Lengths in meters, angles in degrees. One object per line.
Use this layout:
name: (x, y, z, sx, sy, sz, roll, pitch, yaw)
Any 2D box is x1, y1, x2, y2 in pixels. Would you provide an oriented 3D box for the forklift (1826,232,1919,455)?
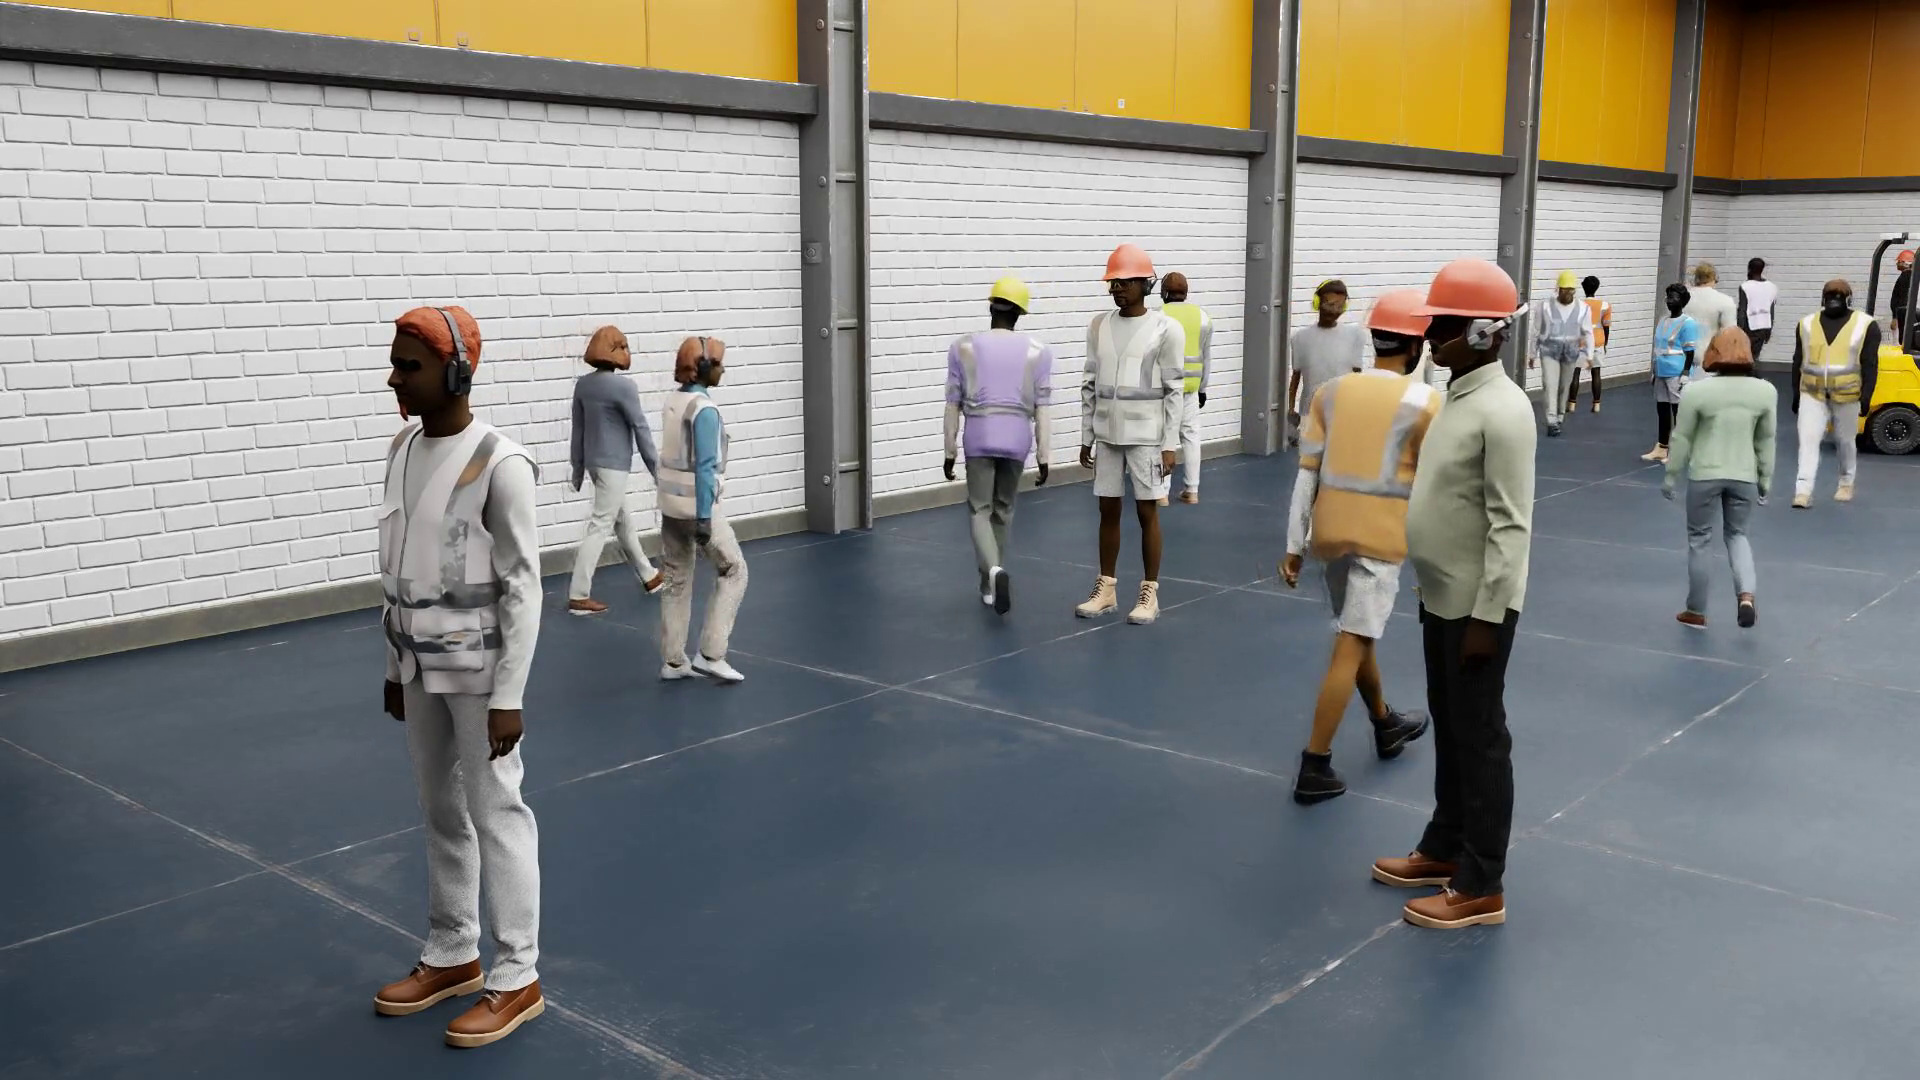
forklift: (9.955, -1.972, 16.595, 2.313, 2.155, 1.214, 1, 10, 8)

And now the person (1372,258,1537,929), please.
person: (1.505, 0.163, 5.002, 0.379, 1.996, 0.609, 0, 10, 0)

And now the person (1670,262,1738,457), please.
person: (7.304, -1.752, 16.234, 1.018, 1.871, 0.691, -6, 12, -31)

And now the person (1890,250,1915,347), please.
person: (14.326, -3.400, 25.282, 0.622, 1.997, 0.371, -9, 14, -43)

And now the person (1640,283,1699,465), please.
person: (6.685, -1.557, 15.634, 0.315, 1.700, 0.541, -2, 10, -11)

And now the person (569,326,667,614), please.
person: (-1.917, -0.403, 9.386, 0.506, 1.590, 0.856, 10, 14, 44)

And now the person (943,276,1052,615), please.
person: (0.214, -0.509, 9.196, 0.604, 1.879, 0.760, -1, 10, -4)

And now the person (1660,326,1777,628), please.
person: (4.000, -0.310, 8.755, 0.523, 1.622, 0.464, 0, 10, 2)

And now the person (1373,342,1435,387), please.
person: (3.199, -0.872, 11.966, 0.547, 1.623, 0.408, -4, 11, -23)

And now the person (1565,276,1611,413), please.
person: (7.746, -2.411, 20.534, 0.531, 1.691, 0.321, 2, 10, 13)

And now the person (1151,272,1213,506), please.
person: (1.680, -1.191, 13.152, 0.632, 1.842, 0.429, -4, 11, -23)

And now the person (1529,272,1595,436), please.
person: (6.566, -2.031, 18.144, 0.619, 1.778, 0.947, 1, 10, 8)

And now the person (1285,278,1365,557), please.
person: (2.439, -0.829, 11.137, 0.526, 1.839, 0.760, 2, 10, 13)

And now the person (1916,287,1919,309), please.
person: (11.144, -2.244, 19.032, 0.664, 1.878, 0.564, -9, 13, -41)

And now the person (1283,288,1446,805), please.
person: (1.572, 0.001, 6.255, 1.007, 1.870, 0.550, -9, 14, -43)

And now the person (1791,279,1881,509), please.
person: (6.901, -1.164, 13.148, 0.638, 1.798, 0.977, 8, 13, 39)

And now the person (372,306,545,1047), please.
person: (-1.300, 0.348, 4.278, 0.574, 1.882, 0.356, 8, 13, 38)

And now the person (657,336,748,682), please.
person: (-1.207, -0.129, 7.740, 0.466, 1.624, 0.533, -6, 12, -32)

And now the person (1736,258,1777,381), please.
person: (10.621, -2.811, 22.199, 0.609, 1.900, 0.495, -3, 11, -19)

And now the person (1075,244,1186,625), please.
person: (0.908, -0.564, 9.008, 0.605, 2.044, 0.375, 7, 12, 33)
